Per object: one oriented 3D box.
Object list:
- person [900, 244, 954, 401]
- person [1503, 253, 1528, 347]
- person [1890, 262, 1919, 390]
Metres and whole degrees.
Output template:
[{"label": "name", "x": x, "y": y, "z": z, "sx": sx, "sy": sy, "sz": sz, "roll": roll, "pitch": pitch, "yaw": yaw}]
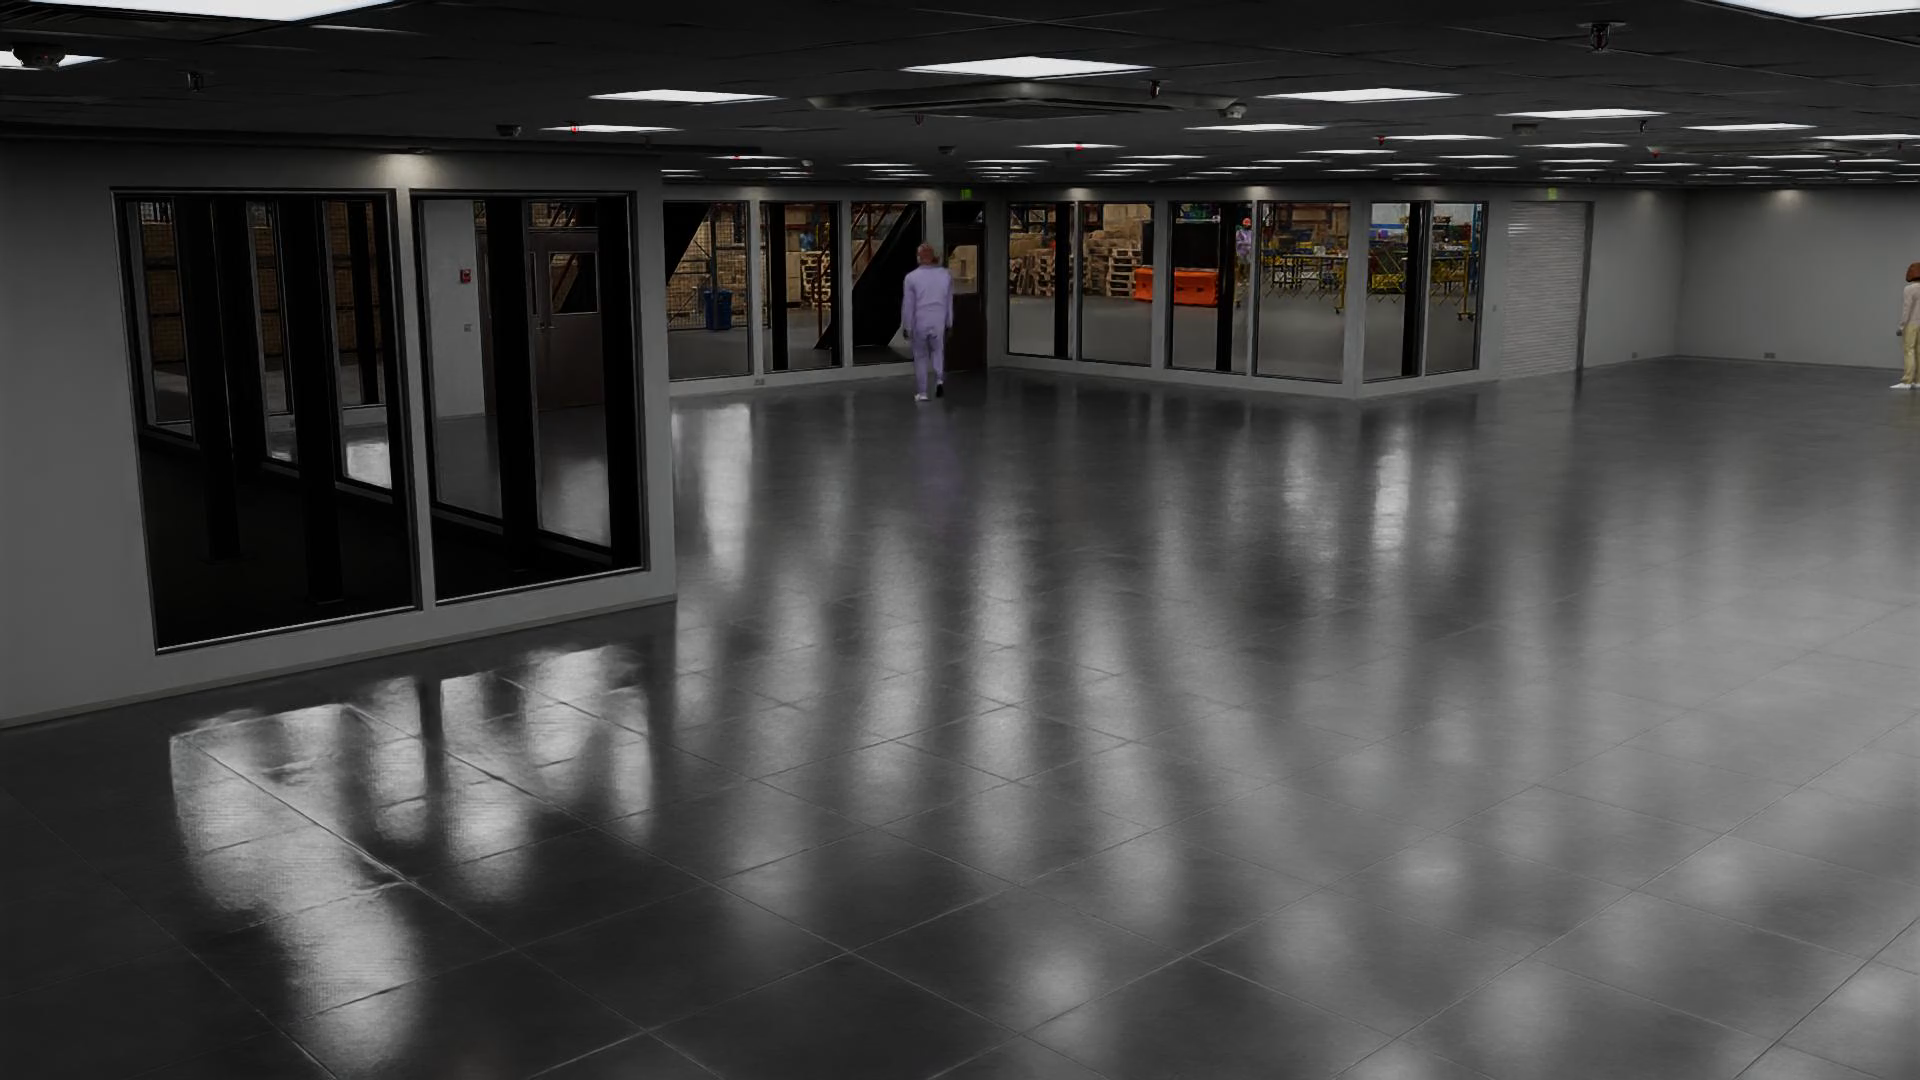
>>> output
[{"label": "person", "x": -0.414, "y": -2.629, "z": 20.174, "sx": 0.665, "sy": 1.888, "sz": 0.433, "roll": -5, "pitch": 12, "yaw": -23}, {"label": "person", "x": 8.972, "y": -3.942, "z": 26.911, "sx": 0.966, "sy": 1.846, "sz": 0.593, "roll": -10, "pitch": 15, "yaw": -42}, {"label": "person", "x": 12.290, "y": -2.754, "z": 21.444, "sx": 0.499, "sy": 1.633, "sz": 0.279, "roll": -5, "pitch": 12, "yaw": -24}]
